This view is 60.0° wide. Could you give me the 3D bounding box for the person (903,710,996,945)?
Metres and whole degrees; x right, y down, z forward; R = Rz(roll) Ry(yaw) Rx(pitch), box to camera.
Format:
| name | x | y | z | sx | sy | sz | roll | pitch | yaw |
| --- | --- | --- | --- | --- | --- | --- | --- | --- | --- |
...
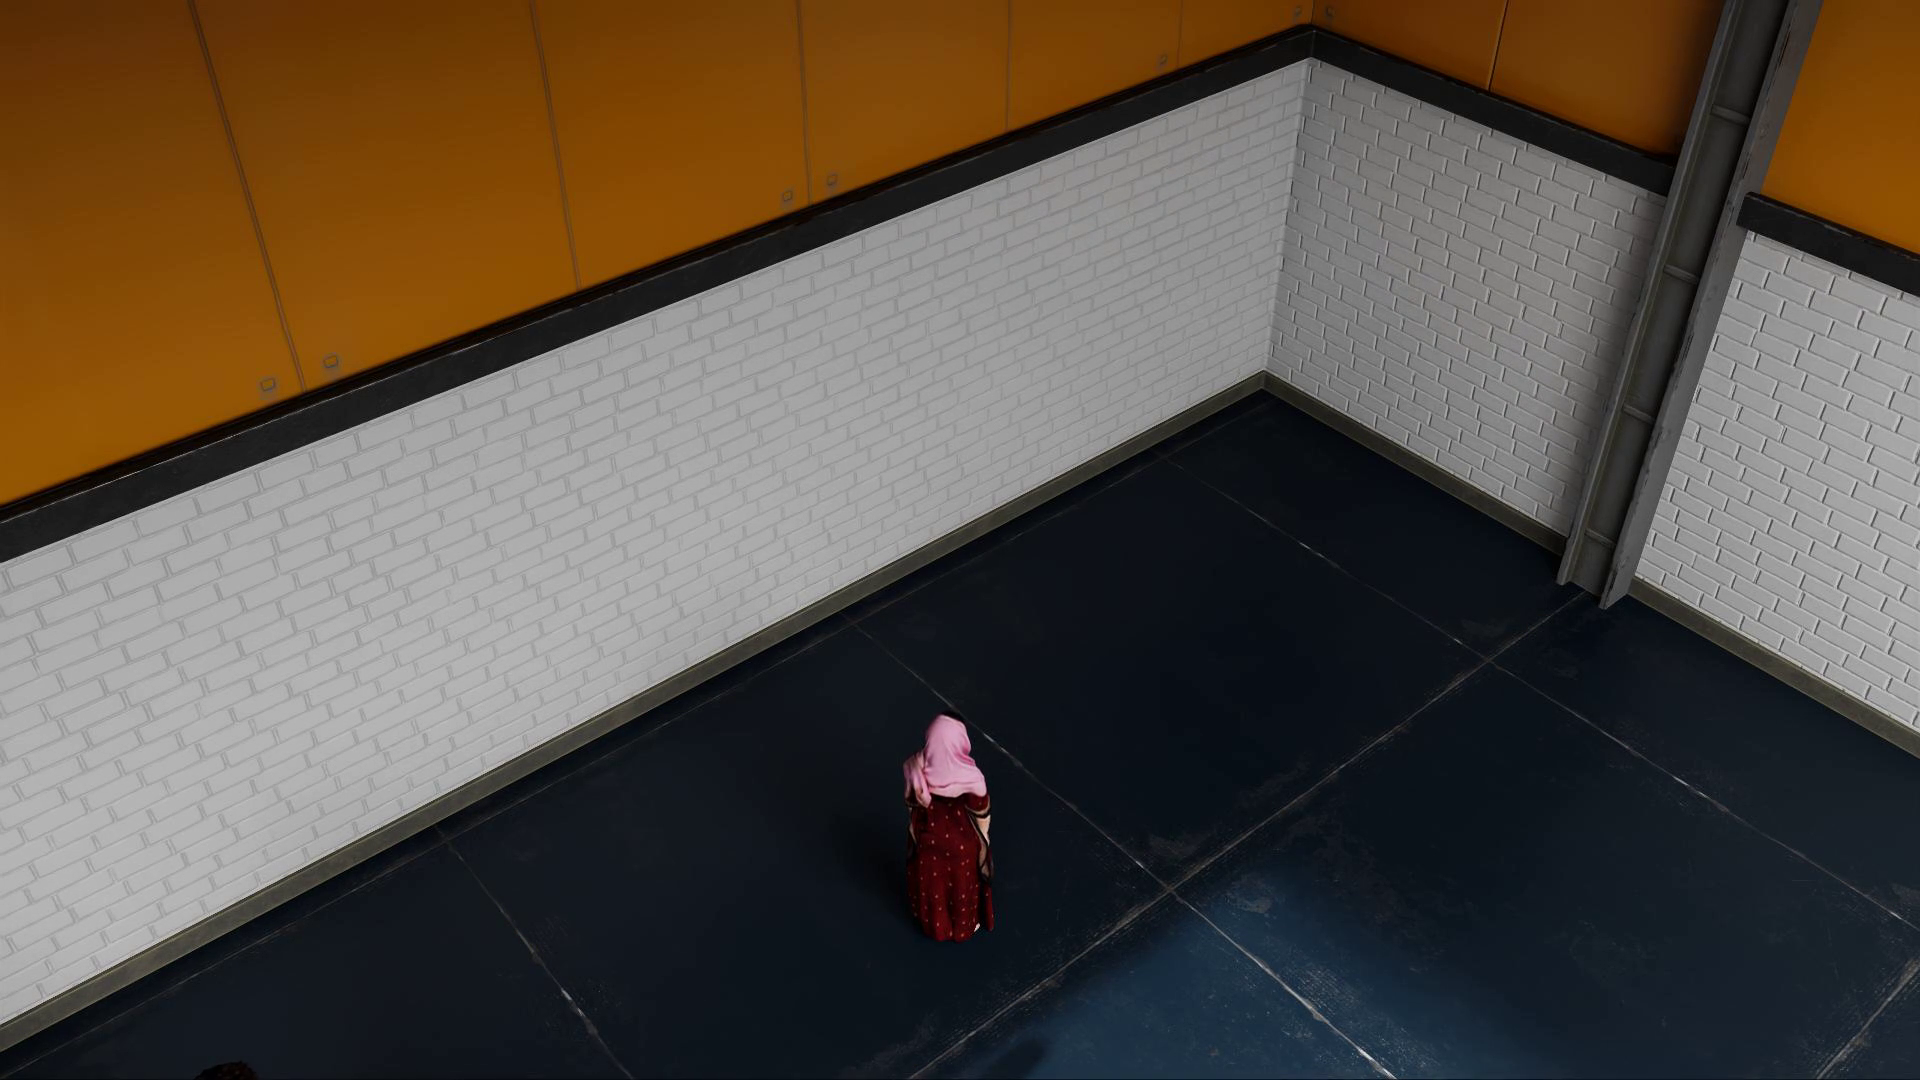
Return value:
| name | x | y | z | sx | sy | sz | roll | pitch | yaw |
| --- | --- | --- | --- | --- | --- | --- | --- | --- | --- |
| person | -0.066 | 1.521 | 8.781 | 0.701 | 1.639 | 0.815 | 14 | 41 | 17 |
